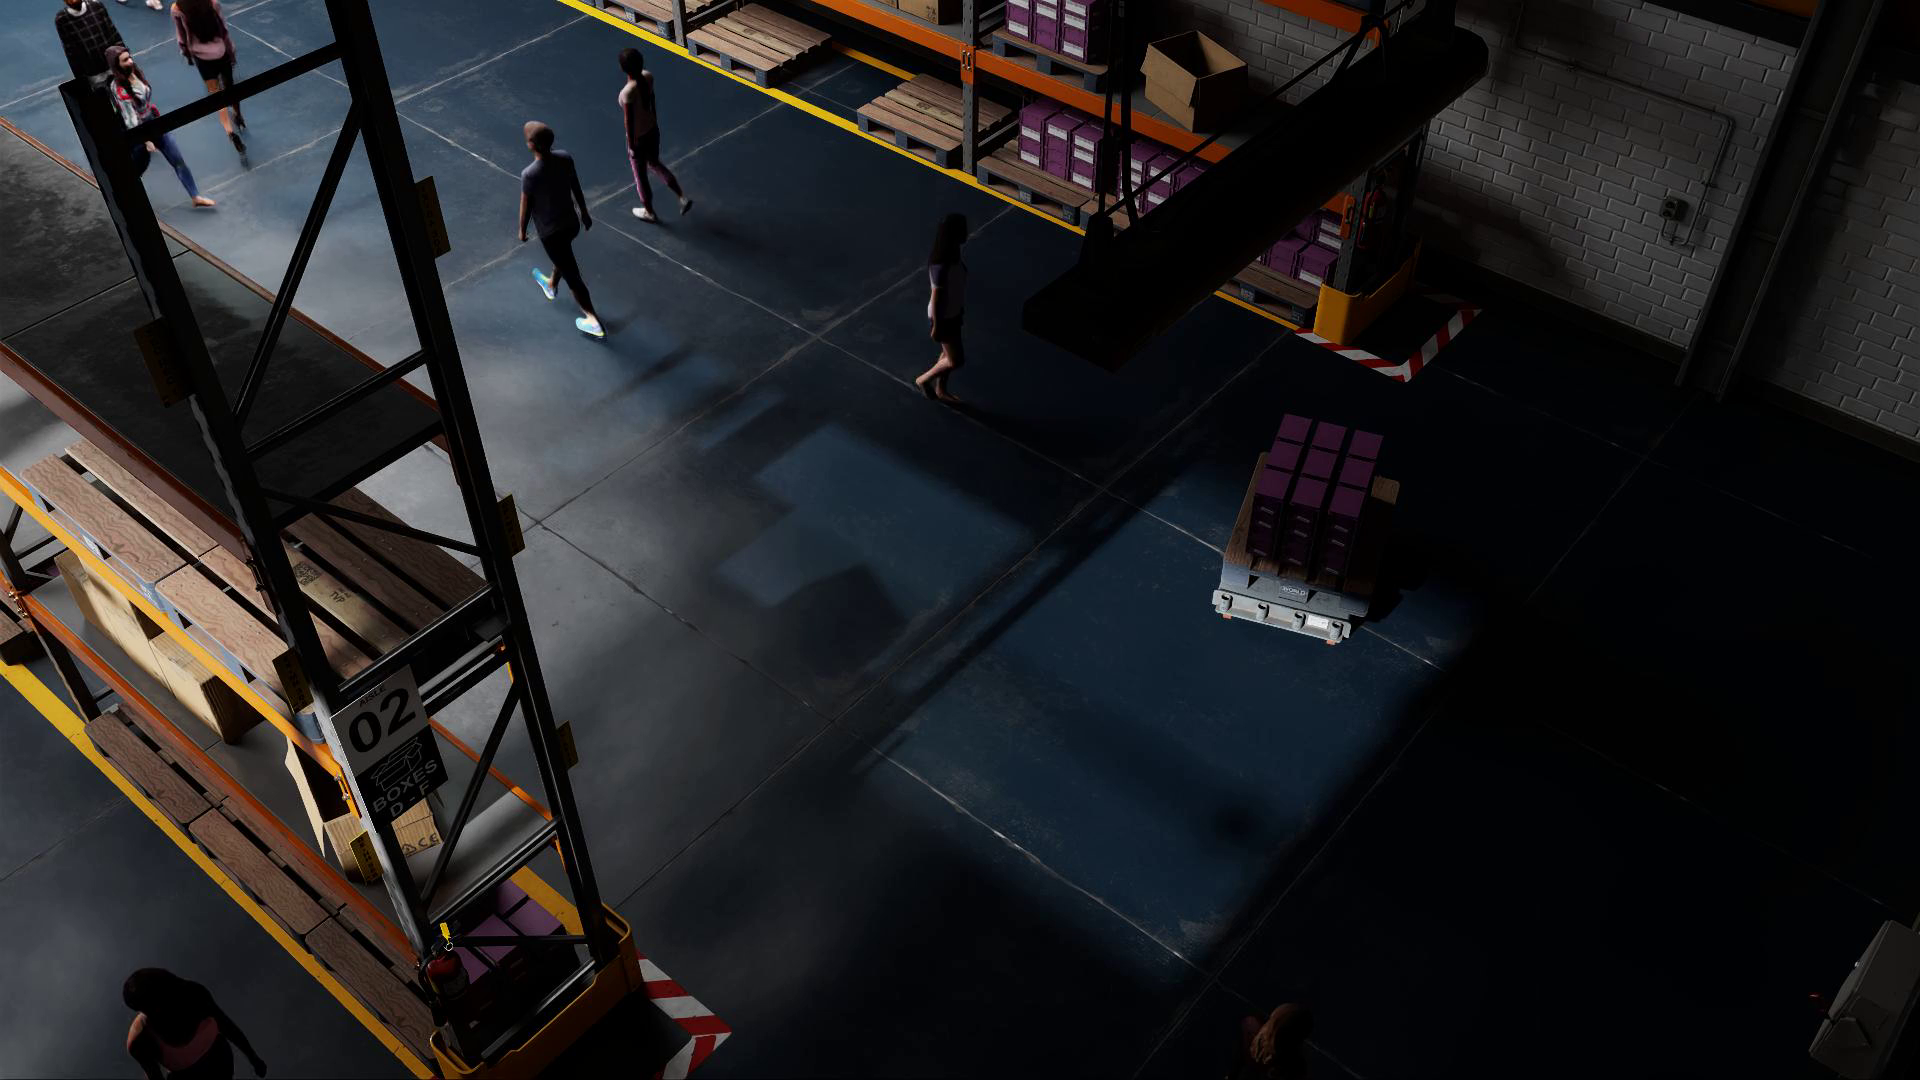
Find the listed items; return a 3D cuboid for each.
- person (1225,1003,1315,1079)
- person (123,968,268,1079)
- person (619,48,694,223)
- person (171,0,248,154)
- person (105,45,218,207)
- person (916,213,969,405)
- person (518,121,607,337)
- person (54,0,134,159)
[{"bbox_3d":[1.410,2.780,8.092,0.766,1.687,0.654,-24,49,-24],"label":"person"},{"bbox_3d":[-3.790,2.610,8.249,1.216,1.716,0.738,21,47,20],"label":"person"},{"bbox_3d":[-2.721,-3.539,14.695,0.918,1.730,0.710,19,47,19],"label":"person"},{"bbox_3d":[-7.021,-4.474,15.641,0.896,1.777,1.142,-21,48,-21],"label":"person"},{"bbox_3d":[-7.394,-3.659,14.932,1.170,1.576,0.906,10,45,10],"label":"person"},{"bbox_3d":[-0.178,-1.773,12.869,0.773,1.691,0.750,13,45,14],"label":"person"},{"bbox_3d":[-3.194,-2.470,13.498,1.216,1.832,0.757,26,49,25],"label":"person"},{"bbox_3d":[-8.052,-4.436,15.582,0.751,1.804,0.718,-30,51,-28],"label":"person"}]
